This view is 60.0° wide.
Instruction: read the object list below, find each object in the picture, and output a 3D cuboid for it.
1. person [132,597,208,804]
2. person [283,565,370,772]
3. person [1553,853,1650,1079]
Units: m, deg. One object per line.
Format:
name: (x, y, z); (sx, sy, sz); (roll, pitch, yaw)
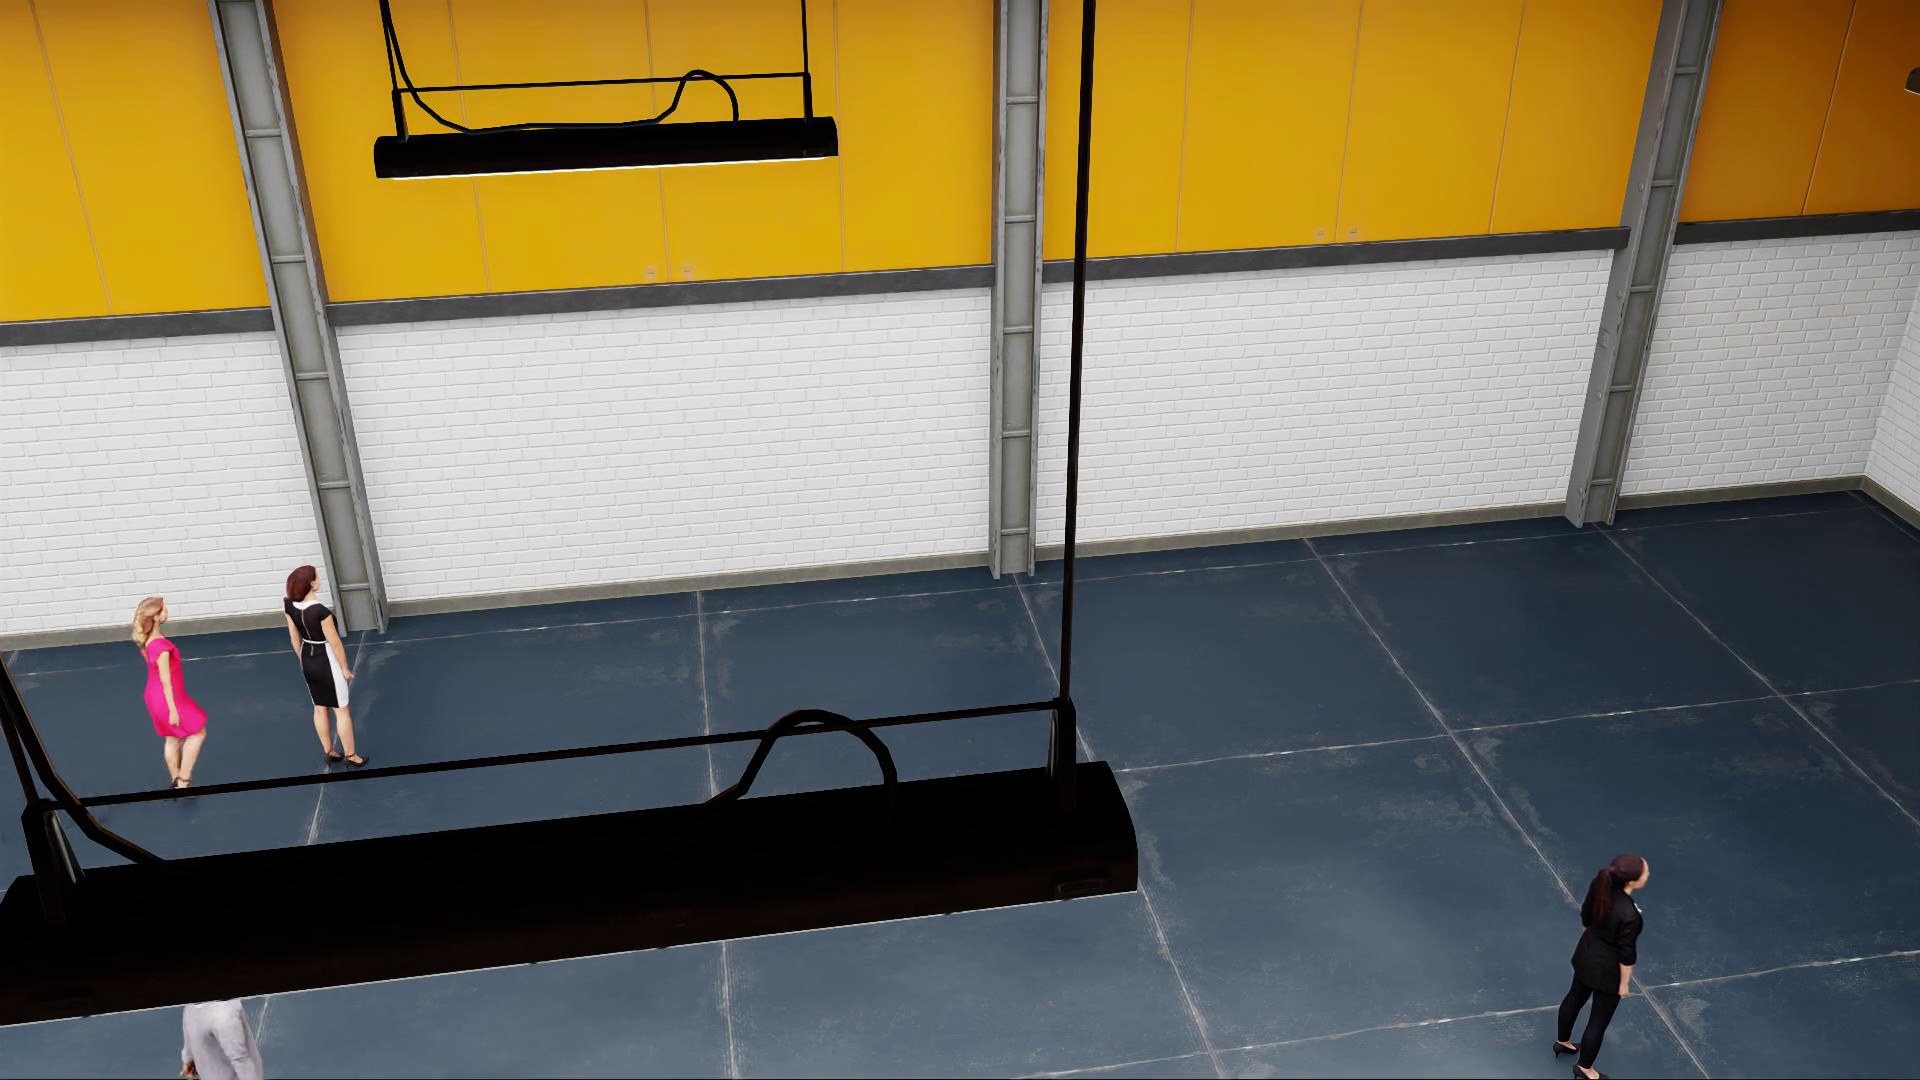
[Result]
person: (-6.042, 1.244, 12.494); (0.759, 1.708, 0.725); (-19, 34, -31)
person: (-4.914, 1.001, 12.846); (0.584, 1.797, 0.710); (9, 30, 16)
person: (3.889, 2.578, 10.099); (0.553, 1.660, 0.609); (-7, 29, -13)
